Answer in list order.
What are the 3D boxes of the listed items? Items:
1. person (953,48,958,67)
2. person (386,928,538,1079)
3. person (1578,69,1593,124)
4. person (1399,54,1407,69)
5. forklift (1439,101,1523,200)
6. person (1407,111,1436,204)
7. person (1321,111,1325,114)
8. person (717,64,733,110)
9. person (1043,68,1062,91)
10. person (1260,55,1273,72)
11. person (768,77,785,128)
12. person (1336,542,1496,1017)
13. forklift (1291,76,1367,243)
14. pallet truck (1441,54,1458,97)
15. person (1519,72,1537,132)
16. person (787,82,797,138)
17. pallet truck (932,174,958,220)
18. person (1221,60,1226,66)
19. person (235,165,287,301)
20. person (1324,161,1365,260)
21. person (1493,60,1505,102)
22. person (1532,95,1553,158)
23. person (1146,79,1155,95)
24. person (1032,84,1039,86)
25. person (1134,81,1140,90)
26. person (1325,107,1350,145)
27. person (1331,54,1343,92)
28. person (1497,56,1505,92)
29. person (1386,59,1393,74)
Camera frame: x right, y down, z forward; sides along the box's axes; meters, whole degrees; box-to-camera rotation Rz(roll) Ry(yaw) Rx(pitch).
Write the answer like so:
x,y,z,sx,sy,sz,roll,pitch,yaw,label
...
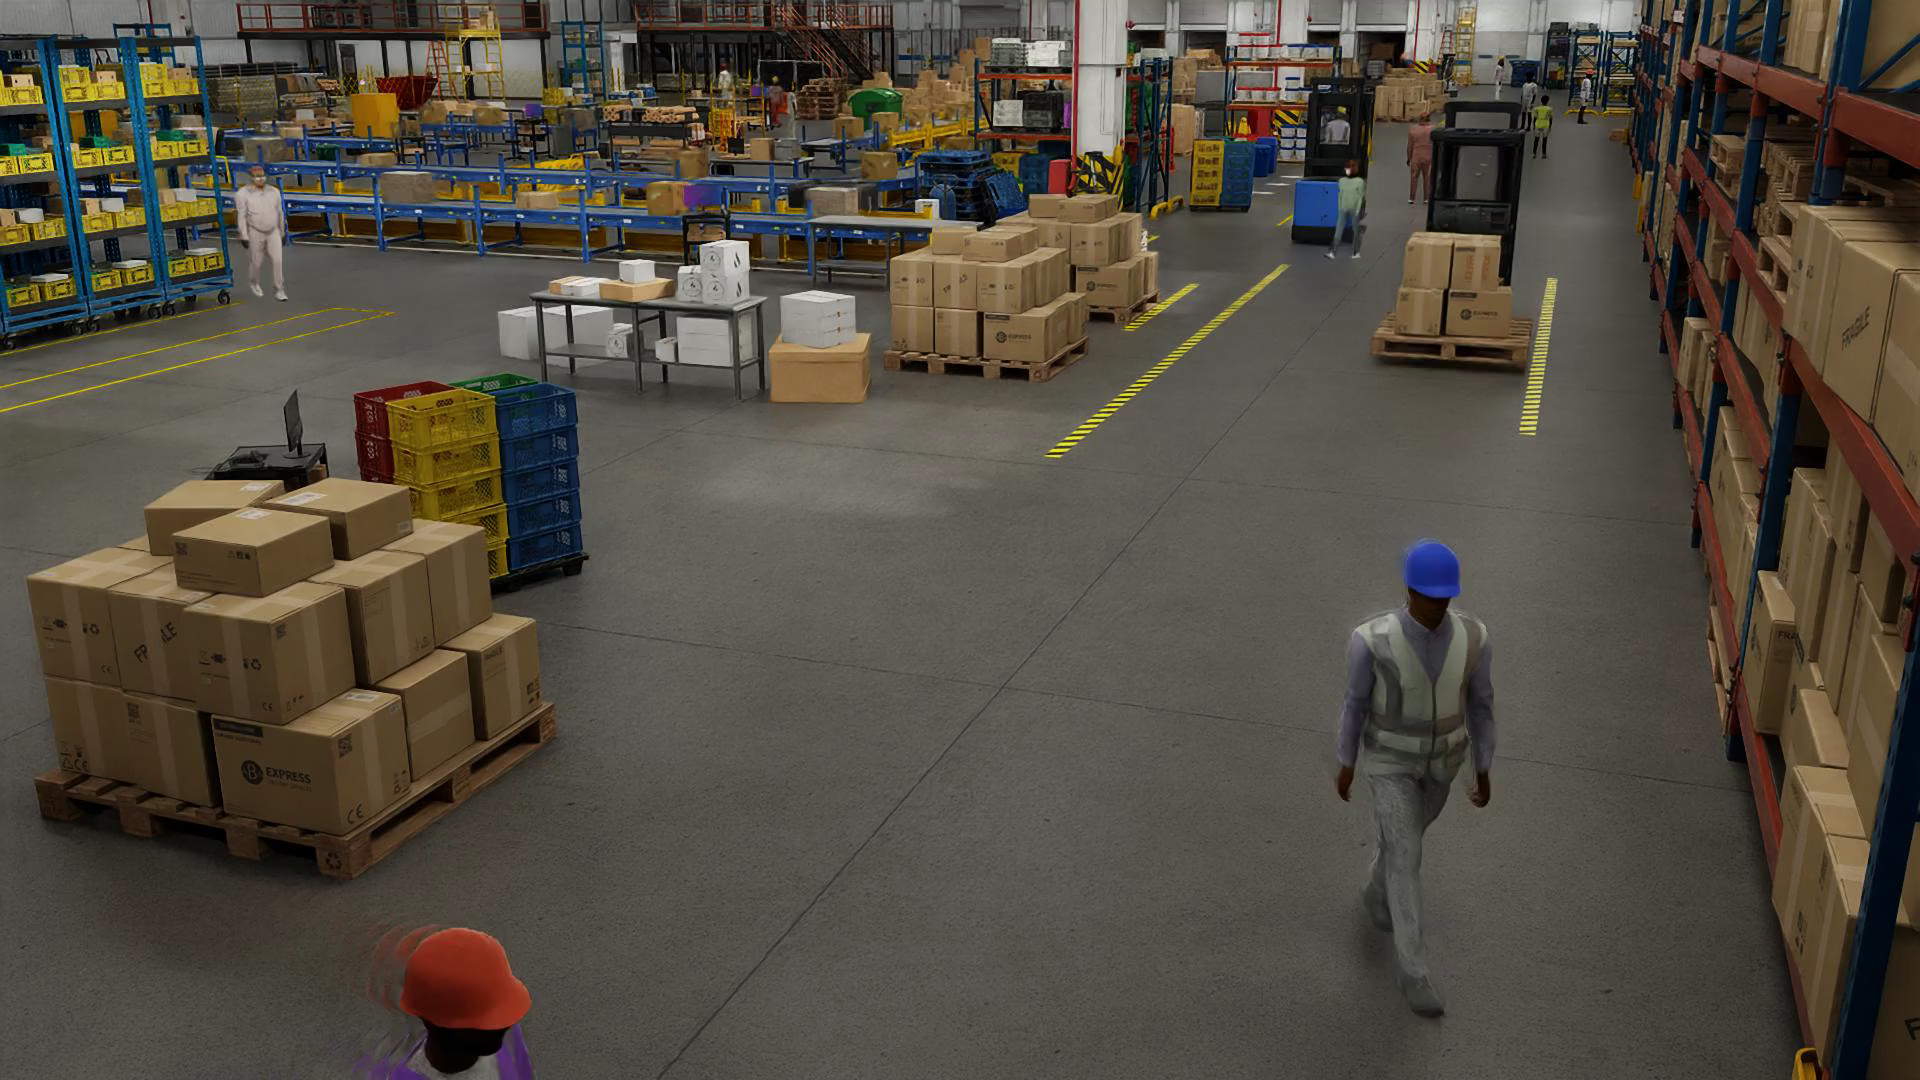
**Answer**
x,y,z,sx,sy,sz,roll,pitch,yaw,label
-0.299,-27.465,96.069,0.658,1.894,0.391,-2,18,-5,person
-1.259,1.785,4.185,1.042,1.883,0.549,3,18,11,person
22.501,-15.931,59.766,0.391,1.929,0.540,2,18,6,person
21.113,-22.154,79.245,0.918,1.966,0.623,-4,18,-12,person
6.576,-4.179,21.287,1.129,2.768,1.873,6,19,19,forklift
9.731,-8.047,35.020,0.638,1.909,0.408,5,18,14,person
11.616,-13.840,53.578,0.543,1.679,0.607,-11,21,-31,person
-9.572,-18.473,67.855,0.864,1.863,0.575,9,20,27,person
3.333,-15.858,59.345,0.684,2.000,0.536,6,19,19,person
14.494,-21.949,78.650,0.629,1.939,0.371,7,19,21,person
-6.386,-15.206,57.808,0.537,1.712,0.917,-11,21,-32,person
1.901,0.902,6.927,0.623,1.900,0.984,-3,18,-9,person
6.598,-6.755,29.381,1.129,2.768,1.873,6,19,19,forklift
22.765,-21.886,78.355,0.823,1.965,1.885,-4,18,-14,pallet truck
19.011,-14.669,55.731,0.367,1.966,0.607,-9,20,-27,person
-5.055,-12.878,50.256,0.331,1.874,0.519,-9,20,-26,person
-0.507,-5.292,27.348,0.653,1.274,1.630,6,19,19,pallet truck
11.682,-20.366,73.889,0.995,1.815,0.493,7,19,20,person
-9.807,-4.313,23.343,0.656,1.877,0.809,-14,22,-37,person
6.310,-5.345,27.027,0.500,1.590,0.857,15,23,39,person
23.970,-20.389,73.909,0.429,1.840,0.635,2,18,7,person
16.053,-11.383,45.836,0.540,1.700,0.315,12,21,33,person
6.482,-15.013,56.950,0.931,1.893,0.553,-15,23,-39,person
3.667,-21.768,78.267,0.535,1.822,0.642,-10,20,-28,person
8.464,-22.176,79.427,0.661,1.908,0.587,-11,20,-30,person
8.705,-9.021,38.233,0.617,1.808,0.470,7,19,20,person
18.715,-23.182,82.601,0.594,1.900,0.886,-3,18,-10,person
27.054,-23.318,83.243,0.522,1.761,0.327,-14,22,-37,person
21.297,-22.982,82.346,0.884,1.645,0.538,8,19,25,person
